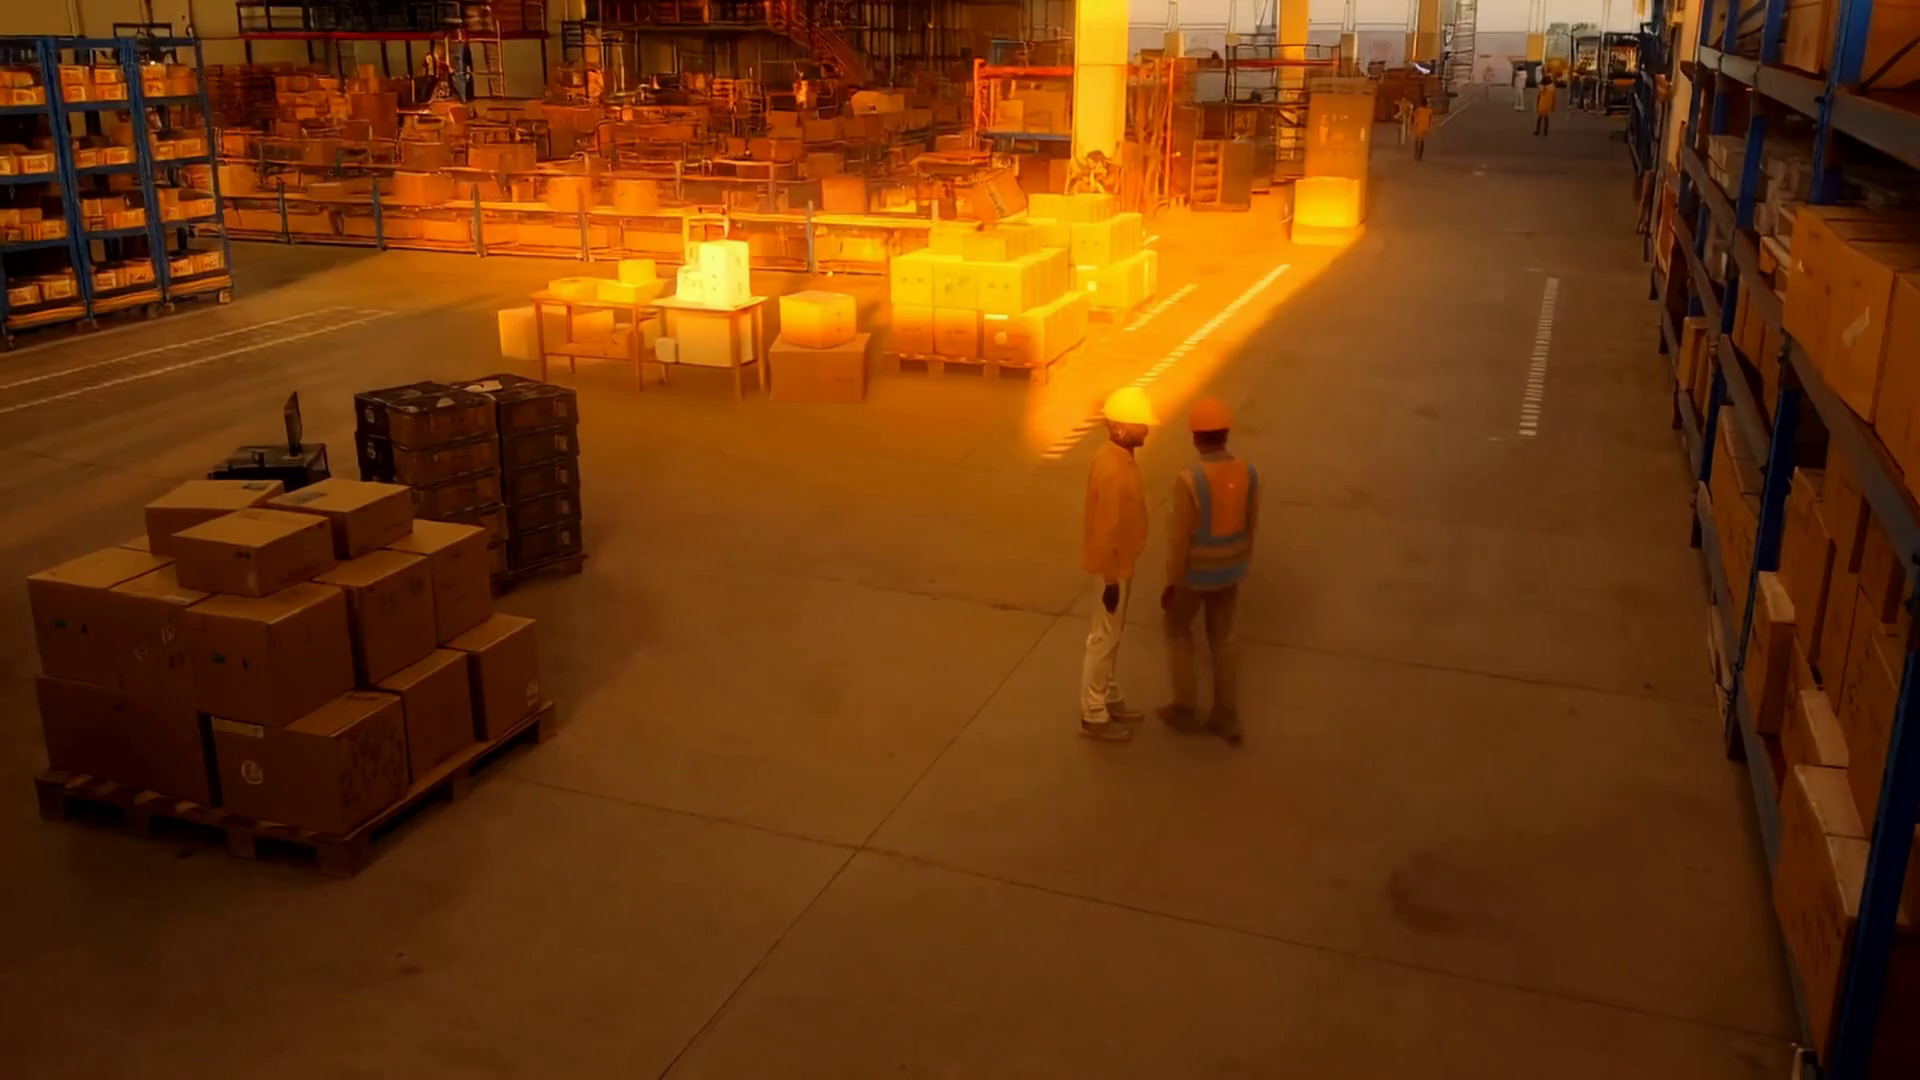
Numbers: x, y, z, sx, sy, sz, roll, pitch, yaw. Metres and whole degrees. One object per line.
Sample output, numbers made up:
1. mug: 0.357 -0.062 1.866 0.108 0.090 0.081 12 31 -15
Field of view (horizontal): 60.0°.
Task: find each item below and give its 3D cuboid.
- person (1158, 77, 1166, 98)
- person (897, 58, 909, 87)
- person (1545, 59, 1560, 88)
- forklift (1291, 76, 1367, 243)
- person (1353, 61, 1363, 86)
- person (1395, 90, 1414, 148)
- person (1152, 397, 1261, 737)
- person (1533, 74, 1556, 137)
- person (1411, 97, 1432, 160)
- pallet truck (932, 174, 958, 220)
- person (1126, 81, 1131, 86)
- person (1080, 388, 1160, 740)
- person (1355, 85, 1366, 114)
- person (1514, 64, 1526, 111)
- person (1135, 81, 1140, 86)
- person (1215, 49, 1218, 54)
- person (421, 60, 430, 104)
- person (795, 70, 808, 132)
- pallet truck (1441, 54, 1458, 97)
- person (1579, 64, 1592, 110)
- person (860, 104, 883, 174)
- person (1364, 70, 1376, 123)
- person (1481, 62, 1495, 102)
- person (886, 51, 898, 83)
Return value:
1. person: 7.047 -15.385 58.307 0.313 1.767 0.534 4 18 11
2. person: -2.593 -20.891 75.396 0.579 1.888 0.582 13 22 35
3. person: 26.003 -20.155 73.044 0.605 1.916 0.420 6 19 18
4. forklift: 6.598 -6.755 29.381 1.129 2.768 1.873 6 19 19
5. person: 18.591 -21.563 77.825 0.533 1.698 0.322 -7 19 -20
6. person: 13.226 -12.541 49.518 0.536 1.673 0.711 3 18 10
7. person: 1.340 0.148 9.229 0.660 1.925 0.536 -11 21 -32
8. person: 18.904 -14.046 53.772 0.368 1.966 0.603 -16 24 -41
9. person: 12.538 -11.188 45.239 0.552 1.692 0.381 -2 18 -7
10. pallet truck: -0.507 -5.292 27.348 0.653 1.274 1.630 6 19 19
11. person: 6.045 -16.120 60.244 0.377 1.995 0.608 -2 18 -5
12. person: 0.877 0.130 9.209 0.400 1.986 0.608 4 18 11
13. person: 12.595 -13.449 52.134 0.620 1.815 0.610 -13 22 -36
14. person: 22.775 -18.379 67.556 0.332 1.865 0.520 -10 20 -29
15. person: 8.753 -22.952 81.799 0.362 1.938 0.631 -12 21 -34
16. person: 13.785 -25.601 90.130 0.645 1.930 0.500 -14 23 -38
17. person: -23.422 -20.093 72.923 0.353 1.879 0.567 -2 18 -5
18. person: -5.298 -14.680 55.647 0.378 2.040 0.607 -11 21 -30
19. pallet truck: 22.765 -21.886 78.355 0.823 1.965 1.885 -4 18 -14
20. person: 25.737 -18.625 68.358 0.508 1.846 0.345 -7 19 -20
21. person: -2.172 -9.804 40.816 0.539 1.747 0.580 12 21 33
22. person: 14.773 -16.100 60.367 0.545 1.881 1.012 -12 21 -34
23. person: 23.679 -20.534 74.583 0.489 1.710 0.813 3 18 9
24. person: -3.914 -26.665 93.726 0.994 1.788 0.637 9 20 27
